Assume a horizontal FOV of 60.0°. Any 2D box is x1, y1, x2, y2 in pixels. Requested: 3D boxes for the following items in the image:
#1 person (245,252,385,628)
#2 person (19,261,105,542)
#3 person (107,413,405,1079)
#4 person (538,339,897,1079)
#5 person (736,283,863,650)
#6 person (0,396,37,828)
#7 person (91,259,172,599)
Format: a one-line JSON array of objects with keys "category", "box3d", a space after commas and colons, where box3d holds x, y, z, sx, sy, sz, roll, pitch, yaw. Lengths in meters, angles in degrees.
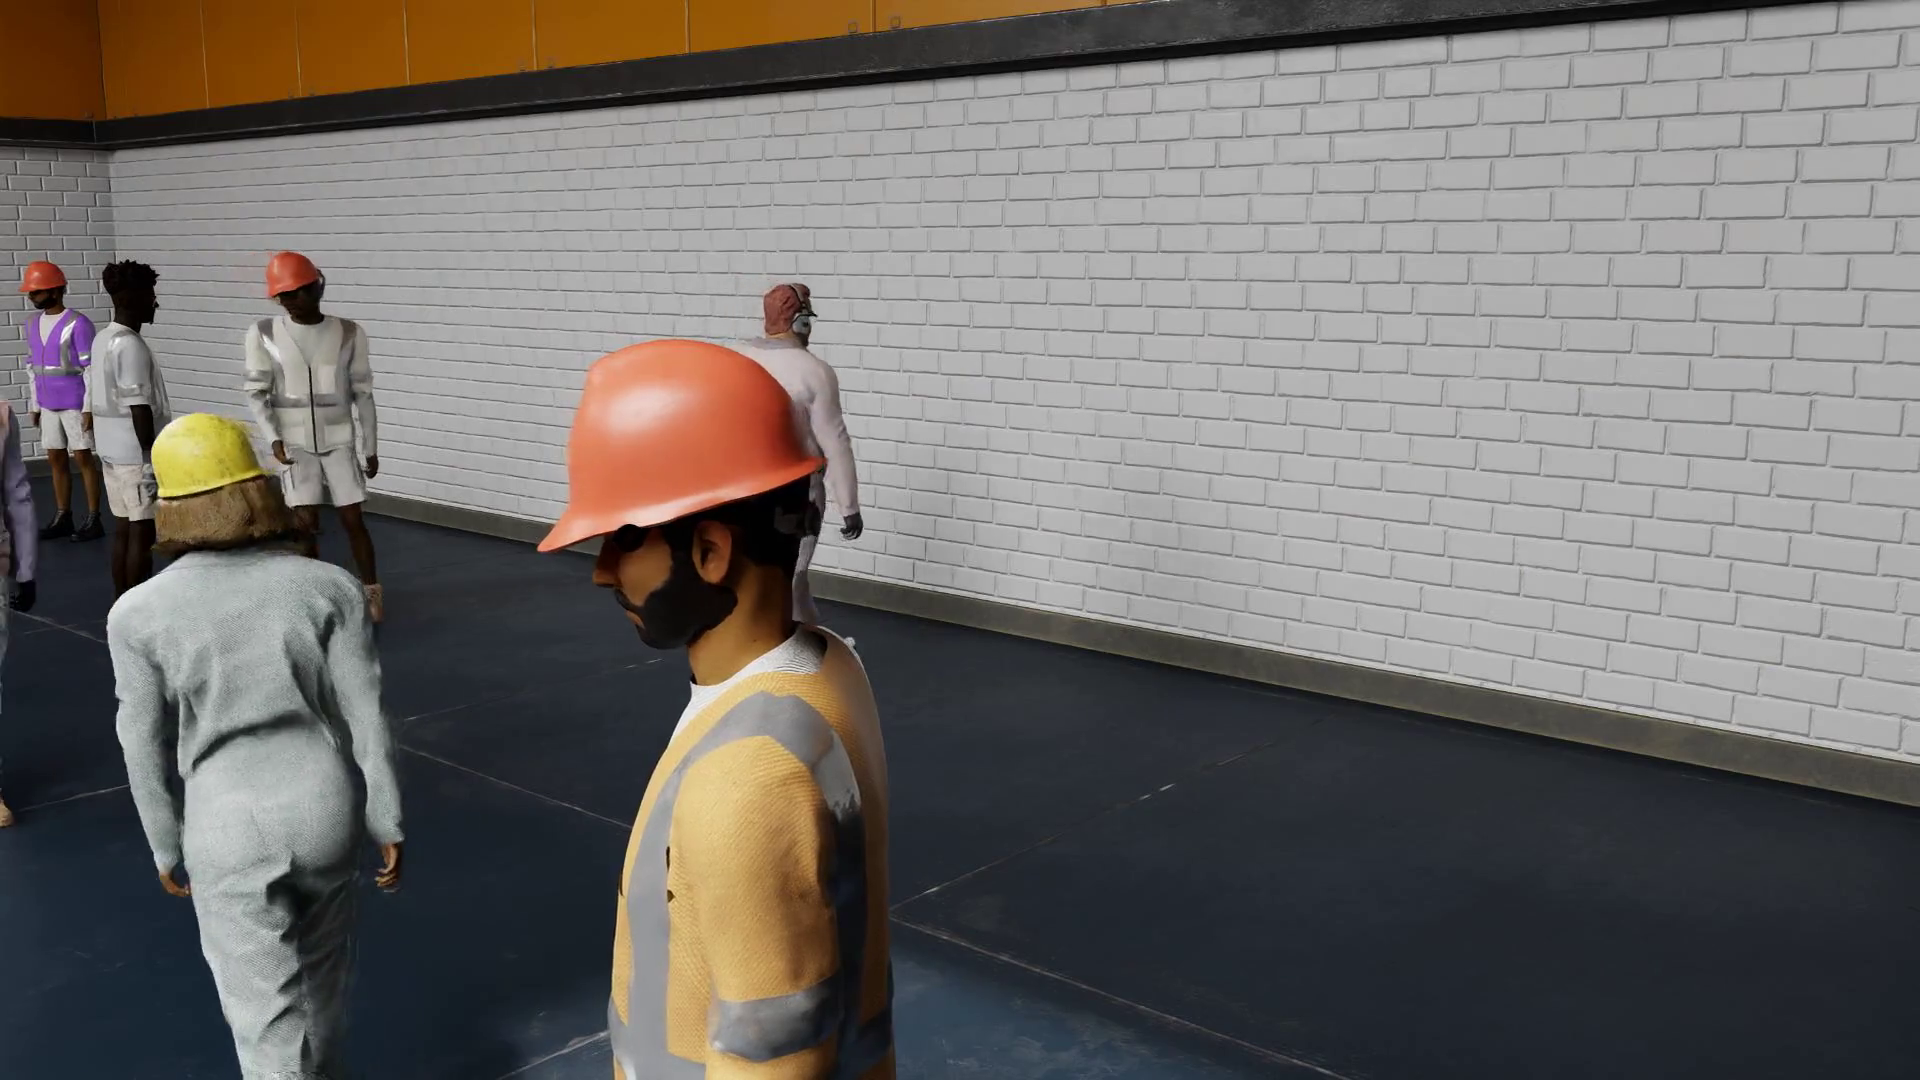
[{"category": "person", "box3d": [-3.375, -0.493, 8.715, 0.636, 2.001, 0.534, -4, 11, -21]}, {"category": "person", "box3d": [-6.196, -0.943, 11.465, 0.547, 1.930, 0.384, 3, 10, 17]}, {"category": "person", "box3d": [-1.414, 0.589, 3.397, 0.502, 1.685, 0.853, -6, 12, -31]}, {"category": "person", "box3d": [-0.252, 0.743, 1.873, 0.370, 1.928, 0.543, 0, 10, -1]}, {"category": "person", "box3d": [-0.691, -0.198, 7.413, 0.671, 1.863, 0.958, 8, 13, 39]}, {"category": "person", "box3d": [-3.510, 0.115, 5.728, 0.442, 1.825, 0.656, 9, 13, 41]}, {"category": "person", "box3d": [-4.227, -0.447, 8.539, 0.362, 1.963, 0.614, -9, 13, -40]}]
